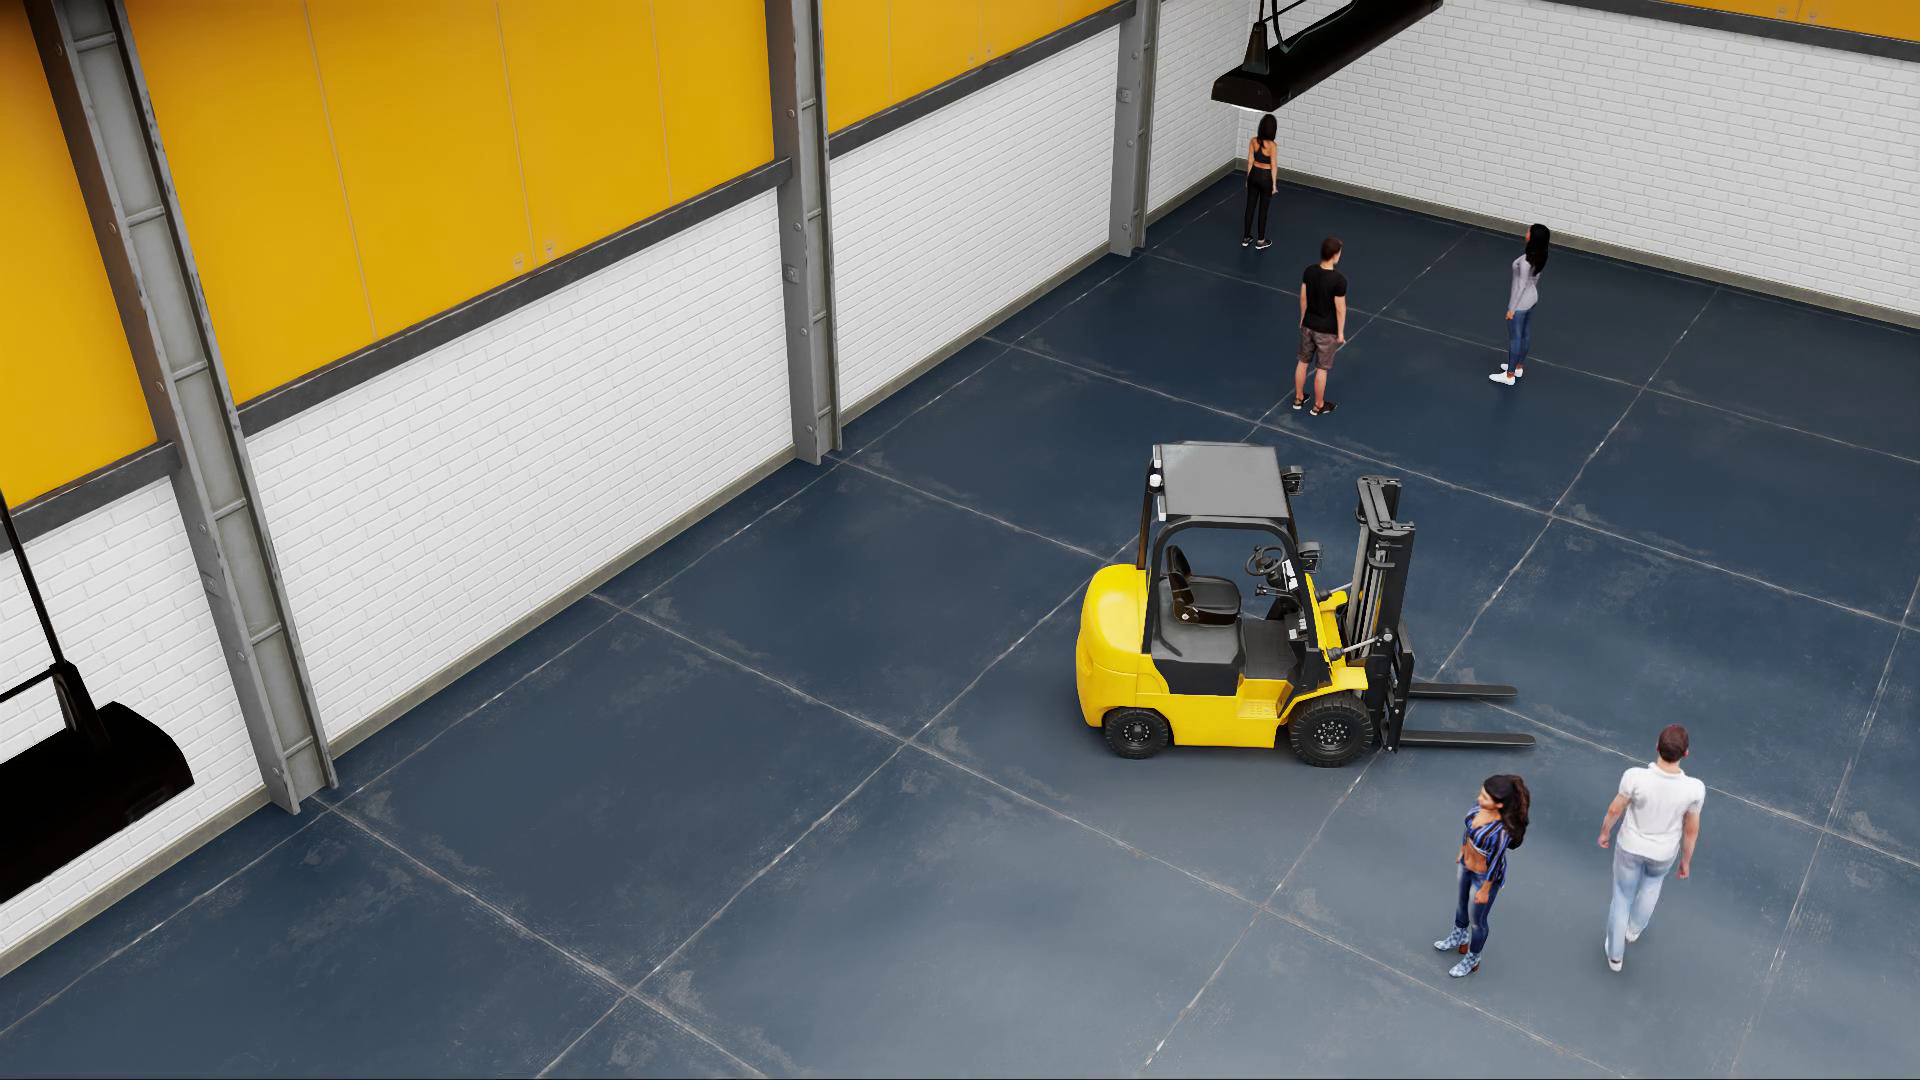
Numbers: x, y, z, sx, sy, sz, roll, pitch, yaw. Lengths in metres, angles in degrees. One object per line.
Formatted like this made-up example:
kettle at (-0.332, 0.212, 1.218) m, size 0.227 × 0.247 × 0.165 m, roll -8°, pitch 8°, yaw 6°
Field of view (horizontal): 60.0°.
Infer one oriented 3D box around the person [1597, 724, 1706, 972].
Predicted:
person at (4.300, 1.990, 10.406) m, size 0.832 × 1.834 × 0.899 m, roll 9°, pitch 35°, yaw 13°

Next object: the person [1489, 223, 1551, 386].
person at (5.824, -2.440, 17.159) m, size 0.682 × 1.736 × 0.491 m, roll 26°, pitch 41°, yaw 33°

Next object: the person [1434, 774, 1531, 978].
person at (3.269, 2.089, 10.454) m, size 0.750 × 1.616 × 0.684 m, roll -4°, pitch 34°, yaw -6°

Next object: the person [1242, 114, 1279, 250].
person at (3.629, -4.337, 20.100) m, size 0.563 × 1.638 × 0.493 m, roll 22°, pitch 40°, yaw 30°

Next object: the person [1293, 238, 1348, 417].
person at (3.581, -2.134, 16.587) m, size 0.714 × 1.858 × 0.629 m, roll 28°, pitch 43°, yaw 35°
